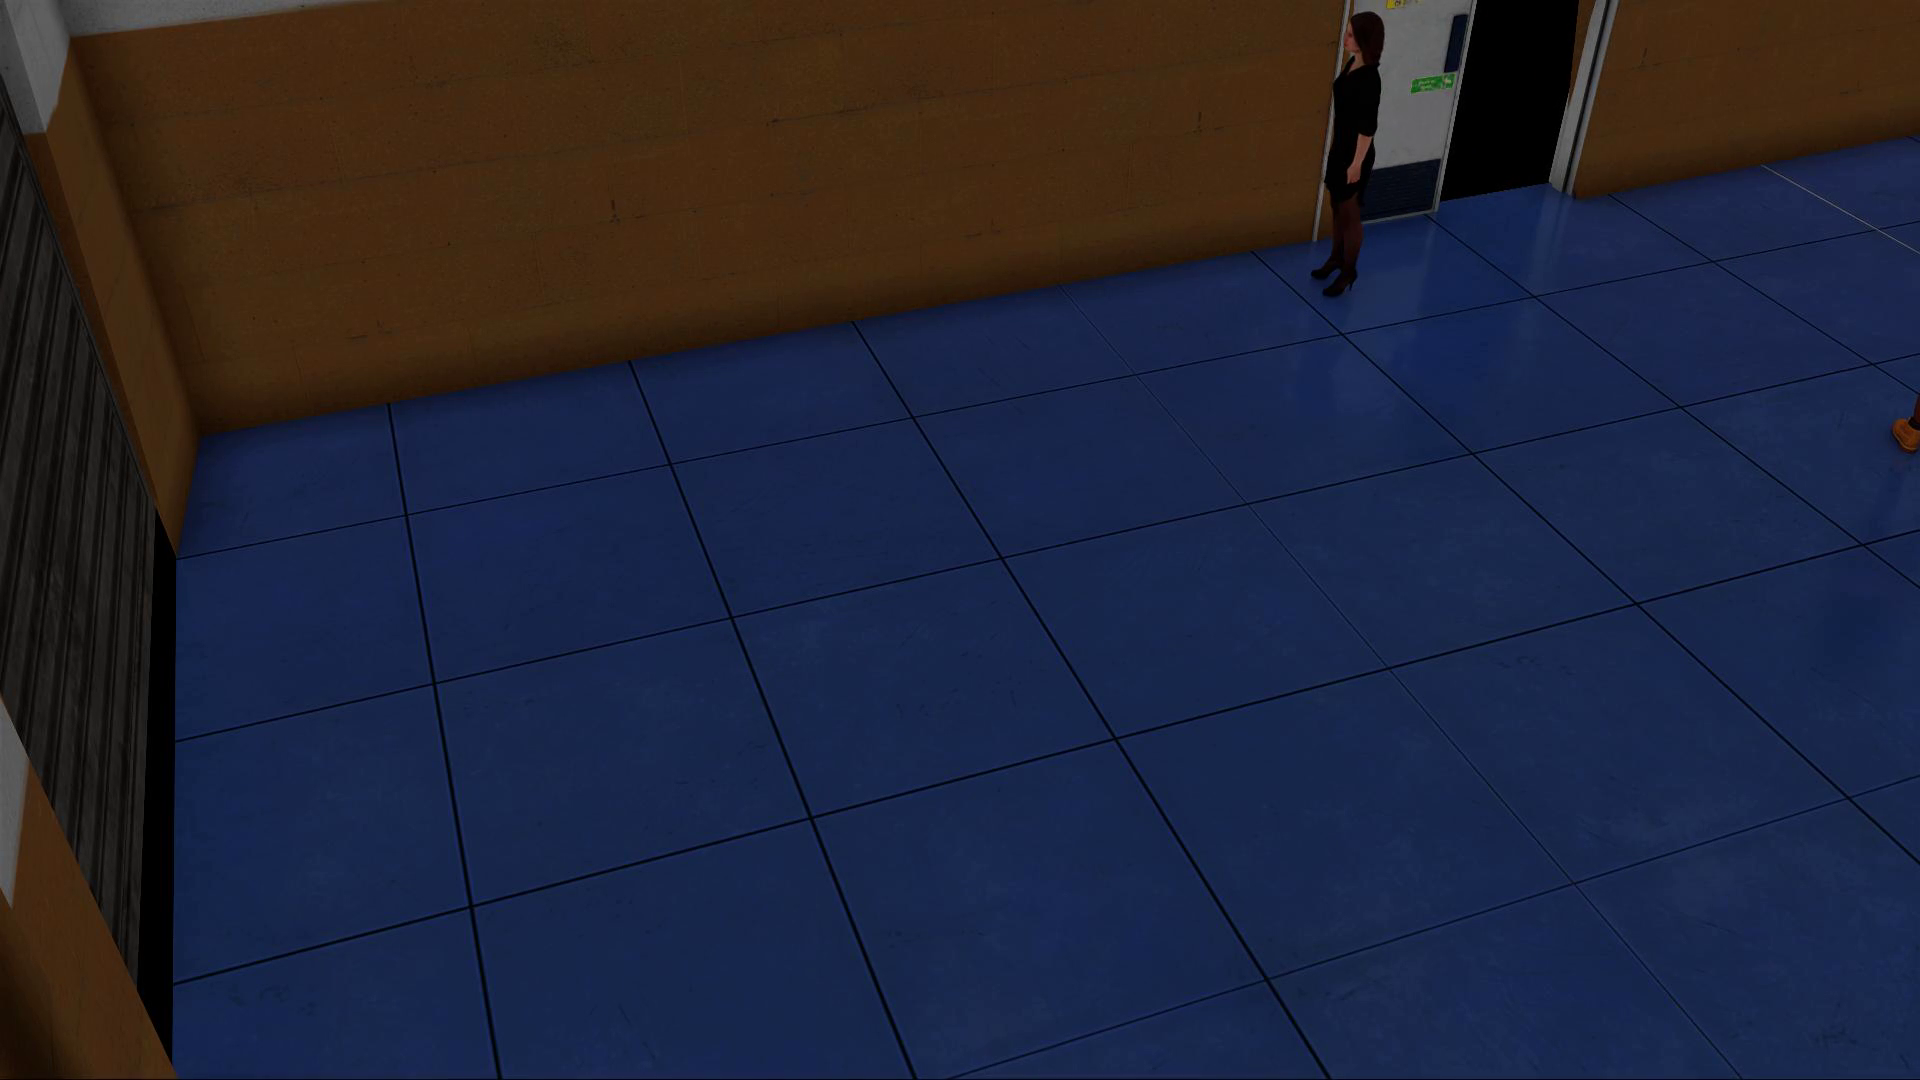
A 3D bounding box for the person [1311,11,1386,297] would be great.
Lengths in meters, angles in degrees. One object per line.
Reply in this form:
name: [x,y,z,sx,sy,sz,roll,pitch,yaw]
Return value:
person: [2.283,-2.241,9.701,0.695,1.704,0.521,-3,37,-4]
